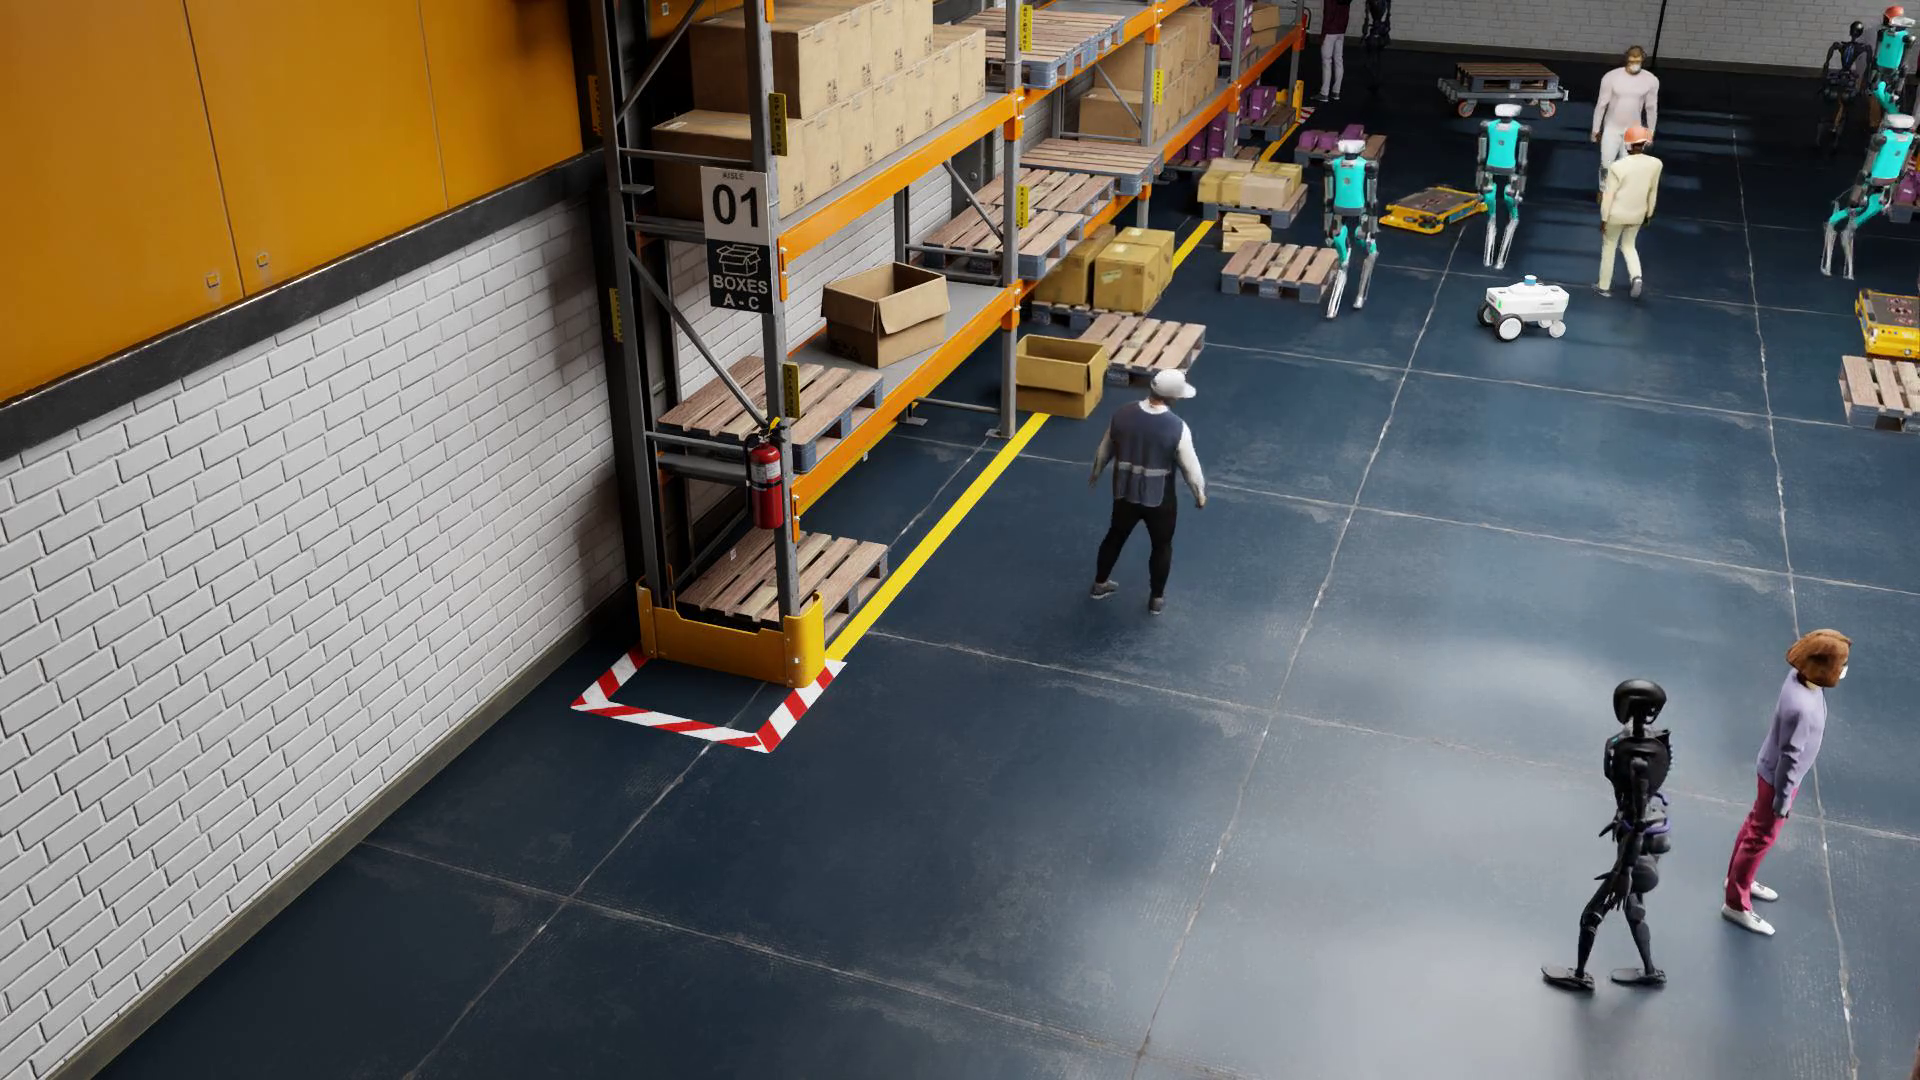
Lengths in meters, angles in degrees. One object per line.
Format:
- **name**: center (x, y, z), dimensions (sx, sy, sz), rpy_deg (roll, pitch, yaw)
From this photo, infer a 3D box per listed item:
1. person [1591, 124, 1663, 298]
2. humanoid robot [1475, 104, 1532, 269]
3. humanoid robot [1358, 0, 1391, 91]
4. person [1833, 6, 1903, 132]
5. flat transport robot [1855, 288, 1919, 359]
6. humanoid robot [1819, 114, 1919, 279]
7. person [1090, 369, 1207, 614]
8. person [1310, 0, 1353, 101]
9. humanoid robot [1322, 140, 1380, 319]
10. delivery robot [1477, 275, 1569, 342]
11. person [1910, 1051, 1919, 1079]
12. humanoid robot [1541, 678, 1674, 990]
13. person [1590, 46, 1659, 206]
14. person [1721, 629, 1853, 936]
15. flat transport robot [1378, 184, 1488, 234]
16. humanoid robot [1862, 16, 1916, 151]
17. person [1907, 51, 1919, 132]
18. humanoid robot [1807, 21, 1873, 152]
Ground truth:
- **person**: center (6.568, -3.211, 16.368), dimensions (0.568, 1.733, 0.560), rpy_deg (-4, 28, -7)
- **humanoid robot**: center (5.635, -3.675, 17.287), dimensions (0.555, 1.783, 0.724), rpy_deg (15, 31, 27)
- **humanoid robot**: center (6.274, -7.547, 24.840), dimensions (0.609, 1.642, 0.478), rpy_deg (-19, 33, -32)
- **person**: center (12.401, -6.384, 22.583), dimensions (0.889, 1.694, 0.602), rpy_deg (-9, 29, -17)
- **flat transport robot**: center (8.877, -2.035, 15.698), dimensions (0.659, 0.231, 1.431), rpy_deg (10, 29, 19)
- **humanoid robot**: center (9.182, -3.513, 16.975), dimensions (0.533, 1.767, 0.757), rpy_deg (-6, 28, -12)
- **person**: center (1.177, -0.320, 10.785), dimensions (0.781, 1.715, 0.468), rpy_deg (15, 31, 27)
- **person**: center (5.473, -7.413, 24.292), dimensions (0.497, 1.954, 0.416), rpy_deg (-16, 32, -29)
- **humanoid robot**: center (3.790, -3.020, 16.030), dimensions (0.576, 1.773, 0.900), rpy_deg (14, 30, 25)
- **delivery robot**: center (5.328, -2.198, 15.697), dimensions (0.782, 0.589, 0.499), rpy_deg (-3, 27, -5)
- **person**: center (3.647, 2.129, 5.794), dimensions (0.675, 1.928, 0.712), rpy_deg (18, 32, 31)
- **humanoid robot**: center (3.068, 1.375, 7.563), dimensions (0.593, 1.633, 0.601), rpy_deg (8, 28, 15)
- **person**: center (7.593, -4.674, 19.016), dimensions (0.709, 1.921, 0.457), rpy_deg (5, 28, 9)
- **person**: center (3.991, 1.141, 8.047), dimensions (0.267, 1.630, 0.506), rpy_deg (14, 30, 25)
- **flat transport robot**: center (5.468, -3.805, 19.132), dimensions (0.659, 0.231, 1.431), rpy_deg (22, 35, 36)
- **humanoid robot**: center (12.090, -5.829, 21.529), dimensions (0.668, 1.864, 0.549), rpy_deg (-10, 29, -19)
- **person**: center (13.129, -6.295, 22.244), dimensions (0.624, 1.845, 0.429), rpy_deg (11, 29, 21)
- **humanoid robot**: center (11.477, -5.898, 21.652), dimensions (0.603, 1.646, 0.358), rpy_deg (16, 31, 29)
